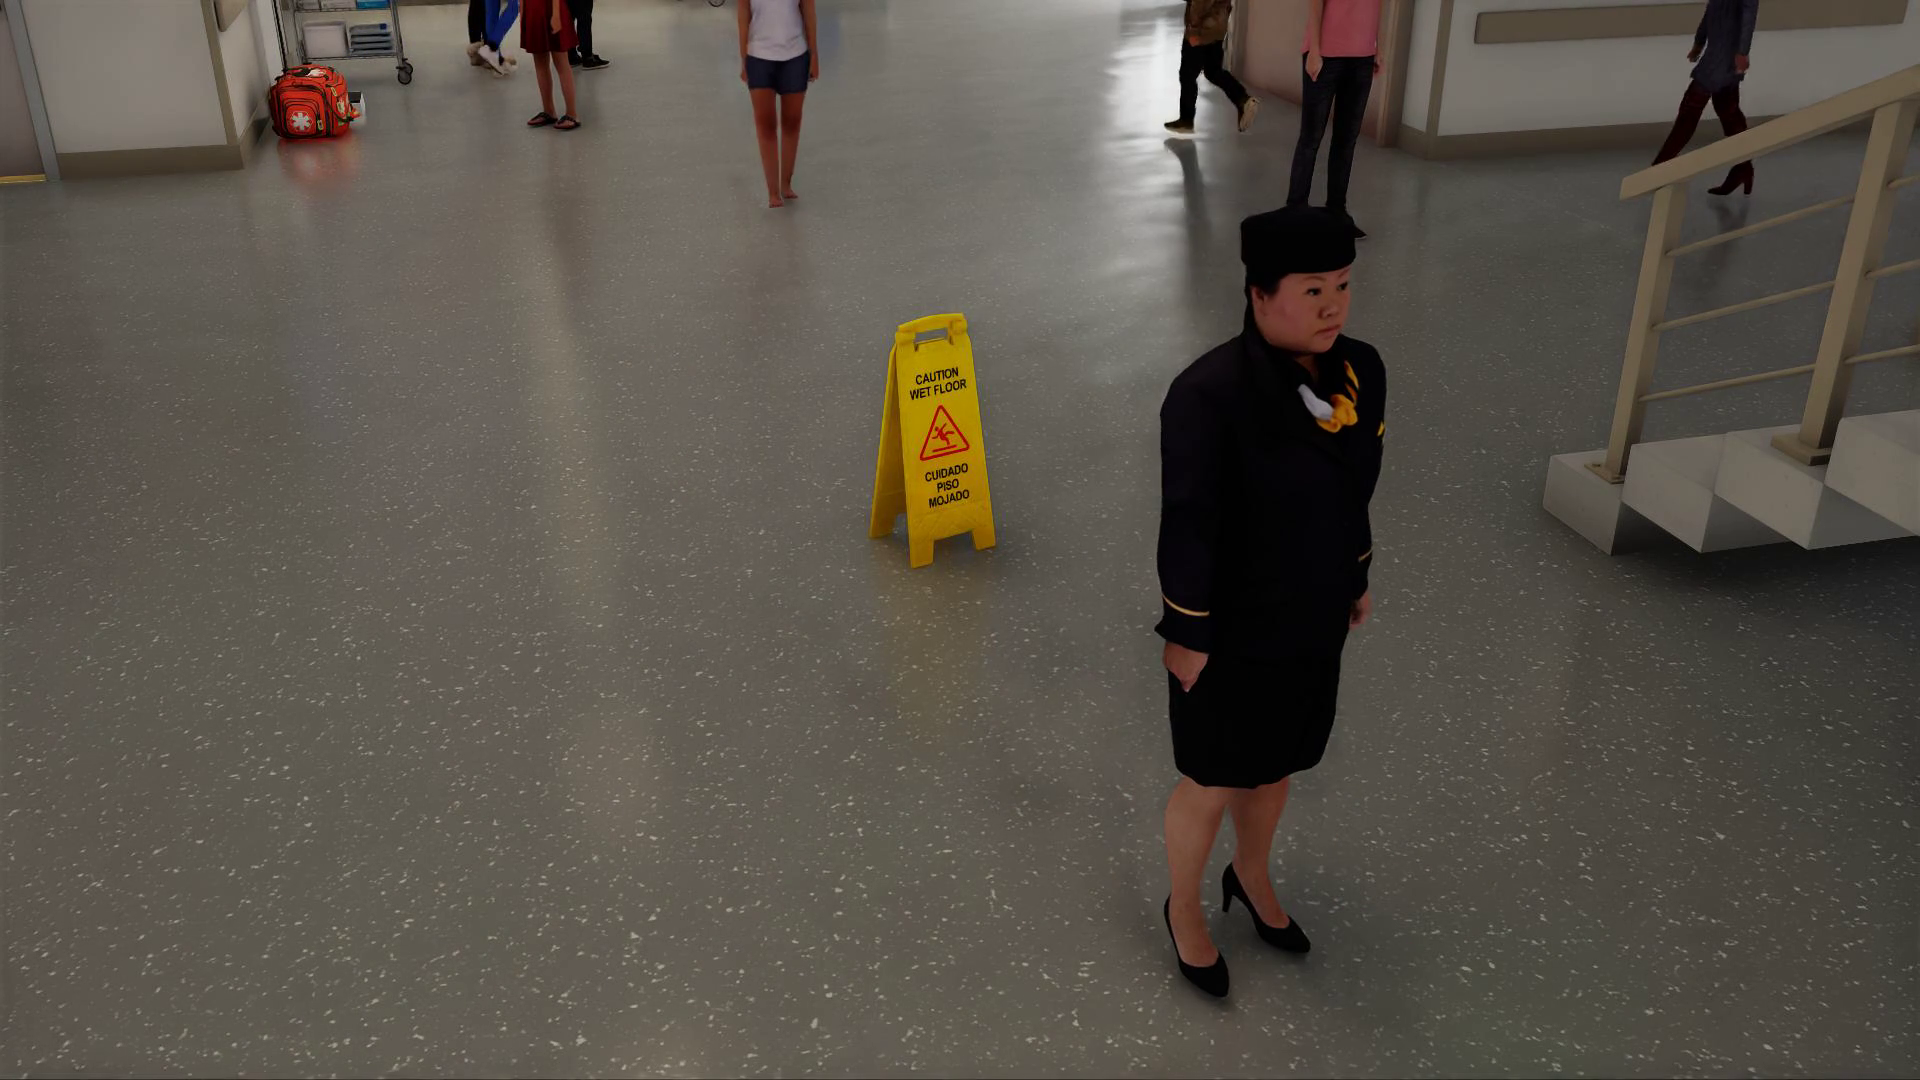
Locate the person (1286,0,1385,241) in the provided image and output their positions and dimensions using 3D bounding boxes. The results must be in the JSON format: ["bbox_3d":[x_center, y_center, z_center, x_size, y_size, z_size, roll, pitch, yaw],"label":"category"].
[{"bbox_3d":[1.958,-2.530,8.575,0.658,1.964,0.608,-12,28,-23],"label":"person"}]

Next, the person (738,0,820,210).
[{"bbox_3d":[-1.040,-2.698,9.335,0.599,1.606,0.800,-8,27,-17],"label":"person"}]

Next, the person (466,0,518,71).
[{"bbox_3d":[-3.841,-4.626,13.271,0.651,1.659,0.745,21,33,37],"label":"person"}]

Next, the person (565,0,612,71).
[{"bbox_3d":[-3.087,-4.523,13.292,0.640,1.455,0.720,18,31,32],"label":"person"}]

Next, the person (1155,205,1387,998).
[{"bbox_3d":[0.609,0.151,3.353,0.776,1.671,0.741,-16,30,-29],"label":"person"}]

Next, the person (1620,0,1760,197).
[{"bbox_3d":[4.355,-2.724,9.308,0.933,1.675,1.023,4,26,8],"label":"person"}]

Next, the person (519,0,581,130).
[{"bbox_3d":[-2.808,-3.581,11.231,0.689,1.549,0.749,15,30,29],"label":"person"}]

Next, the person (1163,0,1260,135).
[{"bbox_3d":[1.685,-3.377,10.935,0.969,1.438,0.854,20,32,36],"label":"person"}]

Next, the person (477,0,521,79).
[{"bbox_3d":[-3.648,-4.429,12.760,0.854,1.749,0.910,12,28,23],"label":"person"}]
